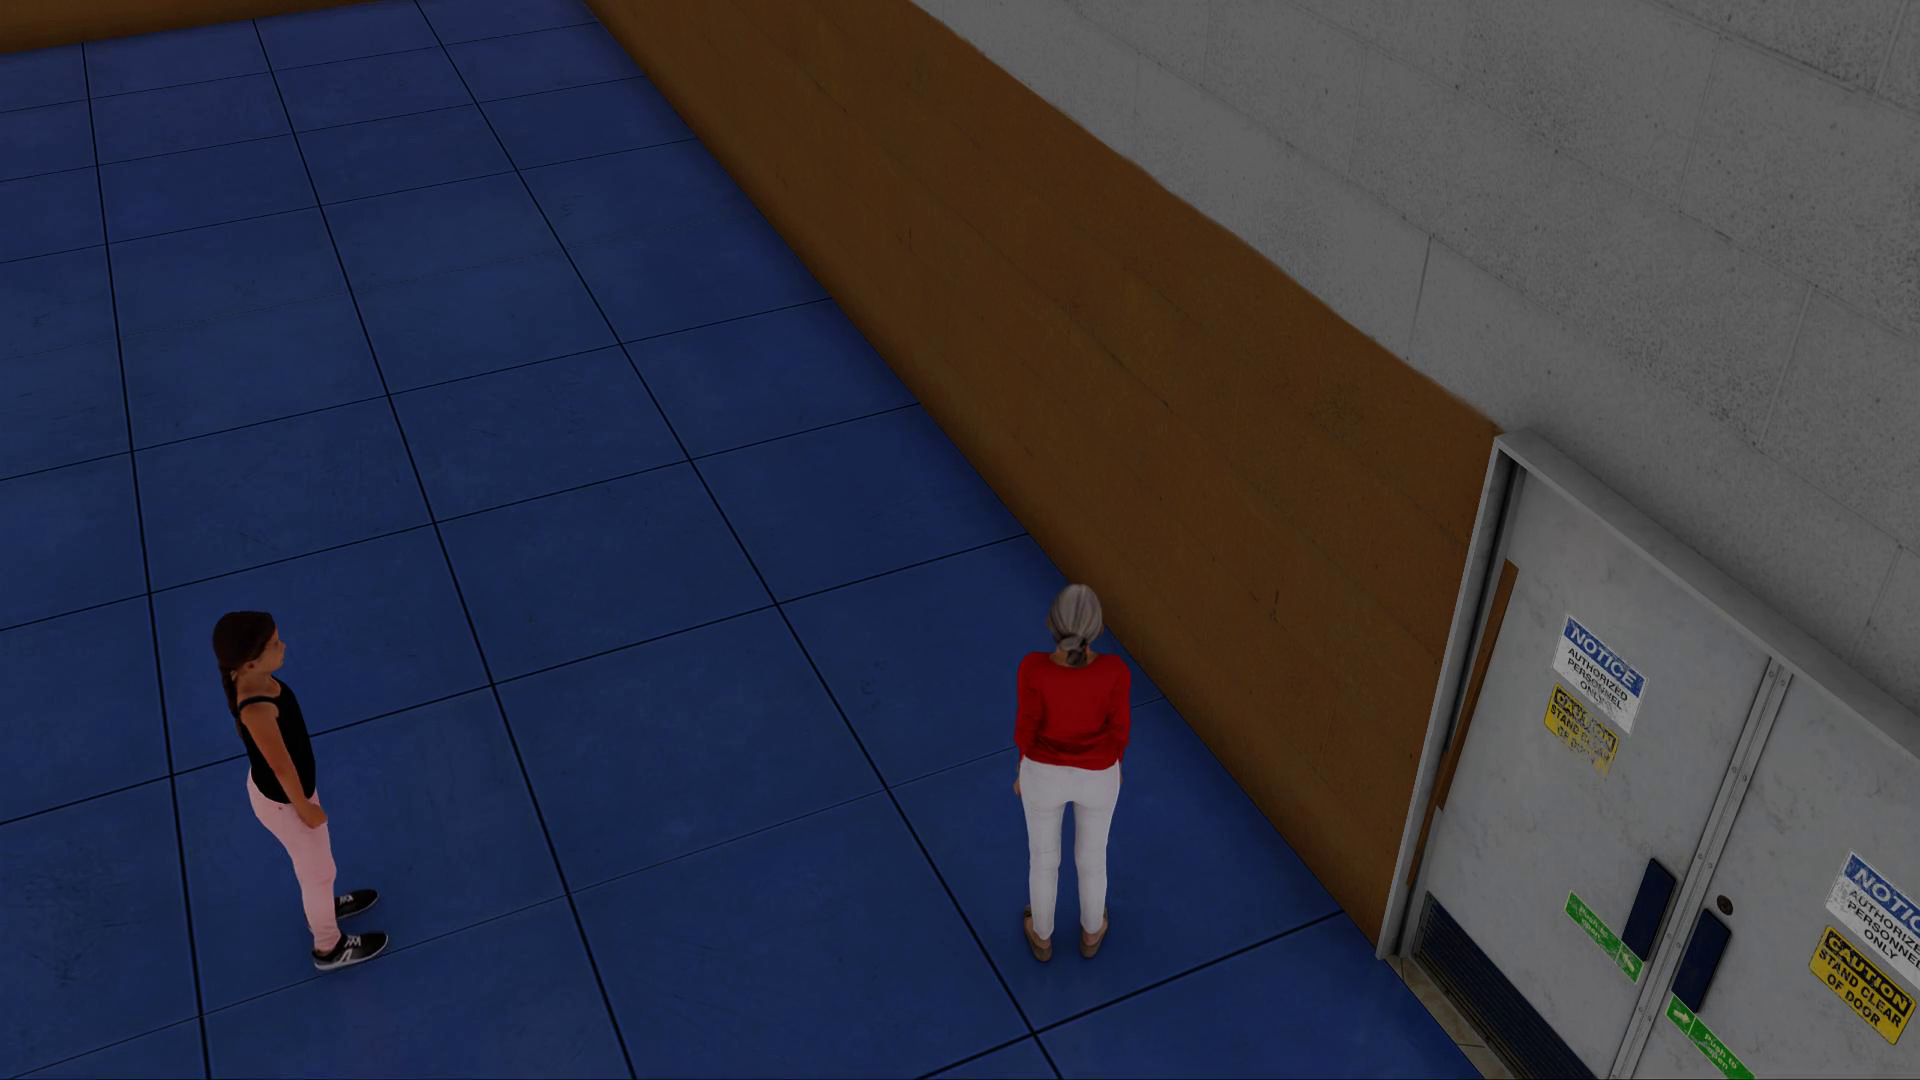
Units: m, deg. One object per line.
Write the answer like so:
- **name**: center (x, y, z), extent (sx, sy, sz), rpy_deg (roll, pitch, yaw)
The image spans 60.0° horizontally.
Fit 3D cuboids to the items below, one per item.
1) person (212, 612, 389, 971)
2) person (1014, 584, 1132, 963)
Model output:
- **person**: center (-2.327, 0.873, 5.756), extent (0.526, 1.564, 0.521), rpy_deg (-18, 41, -23)
- **person**: center (0.379, 0.821, 5.717), extent (0.603, 1.693, 0.695), rpy_deg (0, 37, 0)
